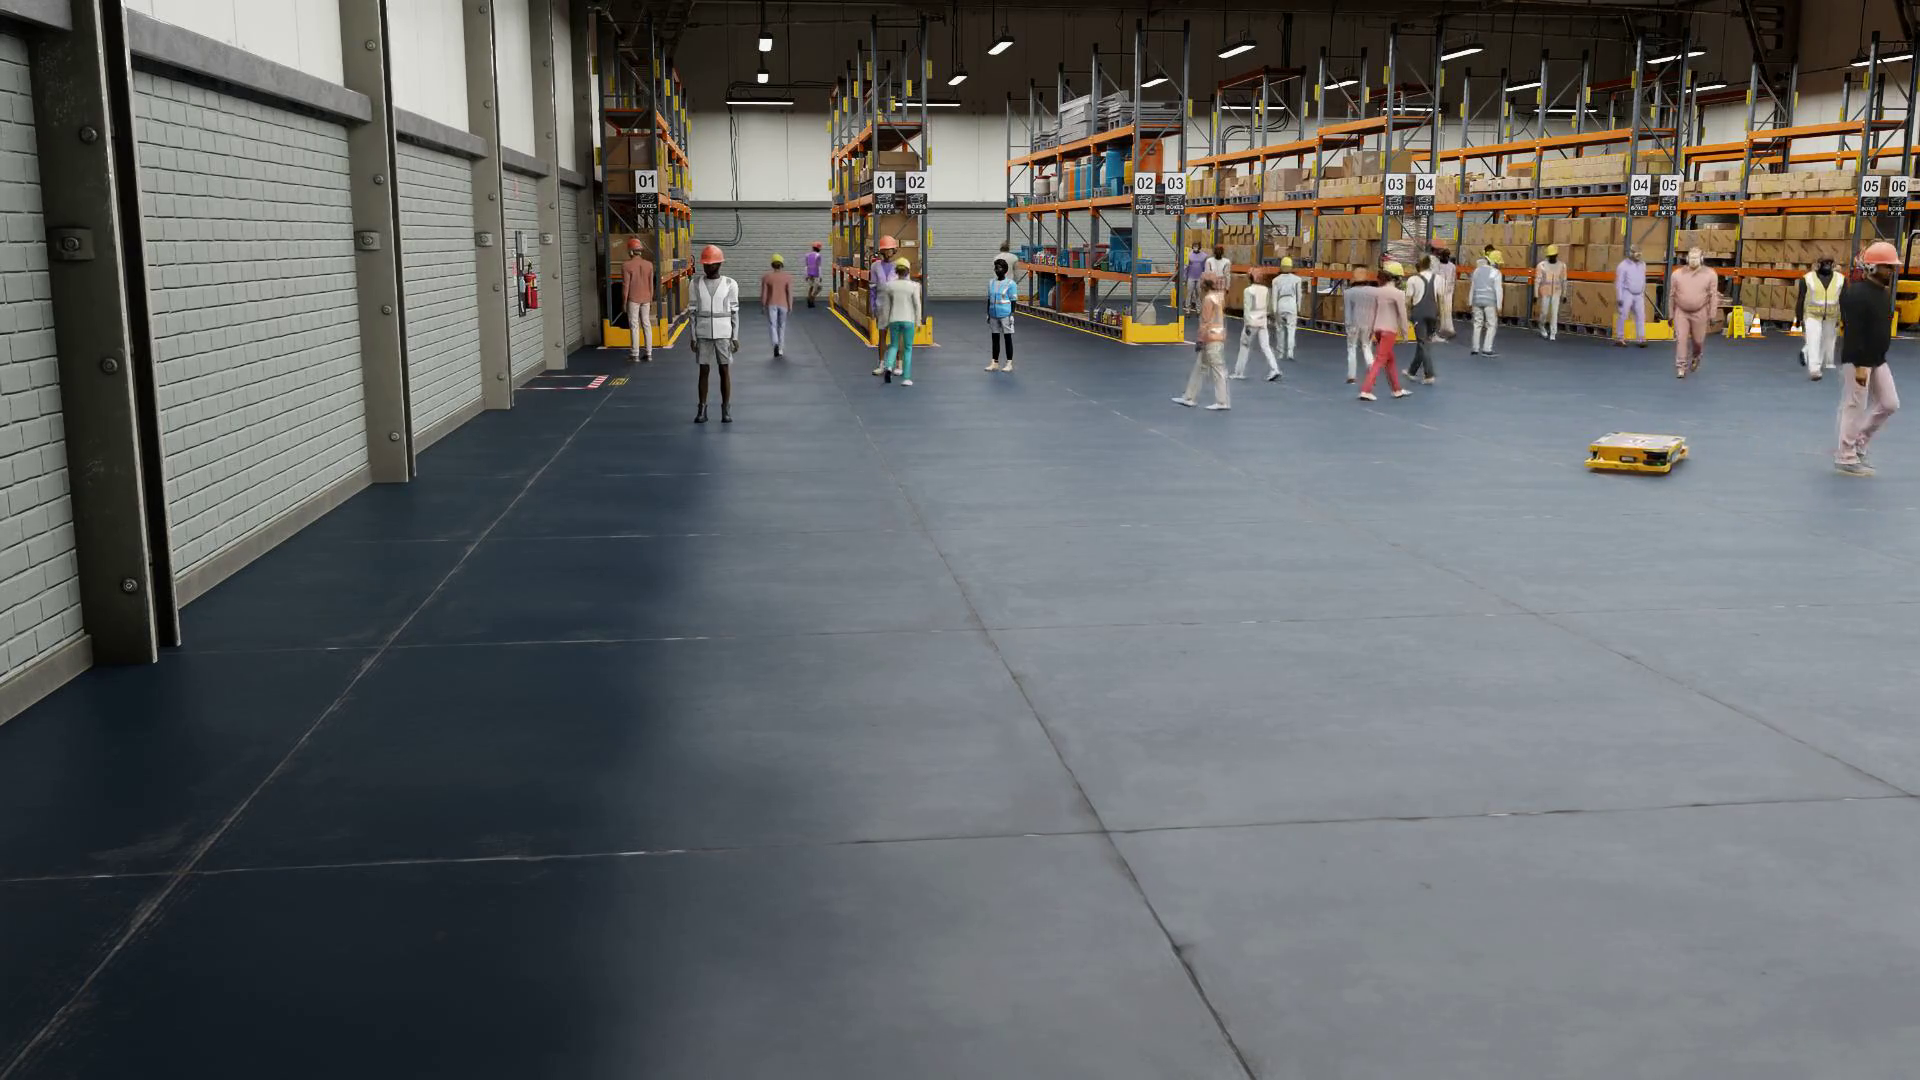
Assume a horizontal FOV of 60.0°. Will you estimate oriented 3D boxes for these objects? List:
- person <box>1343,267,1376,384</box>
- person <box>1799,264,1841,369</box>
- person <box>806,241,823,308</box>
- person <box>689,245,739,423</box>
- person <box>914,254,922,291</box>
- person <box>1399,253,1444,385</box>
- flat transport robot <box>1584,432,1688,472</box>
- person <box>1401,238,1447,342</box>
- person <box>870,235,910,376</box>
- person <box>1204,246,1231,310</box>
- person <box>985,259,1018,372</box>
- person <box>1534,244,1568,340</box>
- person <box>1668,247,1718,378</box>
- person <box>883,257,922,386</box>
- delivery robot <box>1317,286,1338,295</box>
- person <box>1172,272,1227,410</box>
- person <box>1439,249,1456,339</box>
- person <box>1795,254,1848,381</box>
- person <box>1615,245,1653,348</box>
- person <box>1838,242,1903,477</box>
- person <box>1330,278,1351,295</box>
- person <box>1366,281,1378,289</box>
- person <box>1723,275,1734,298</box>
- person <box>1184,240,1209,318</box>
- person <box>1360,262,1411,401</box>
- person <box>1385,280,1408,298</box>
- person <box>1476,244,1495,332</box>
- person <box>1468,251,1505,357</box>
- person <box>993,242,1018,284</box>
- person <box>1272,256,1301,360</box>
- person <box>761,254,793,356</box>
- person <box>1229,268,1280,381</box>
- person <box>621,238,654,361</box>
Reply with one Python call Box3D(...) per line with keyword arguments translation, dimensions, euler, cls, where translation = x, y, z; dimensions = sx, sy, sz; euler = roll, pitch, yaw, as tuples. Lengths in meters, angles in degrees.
Box3D(translation=(5.495, -2.928, 22.790), dimensions=(0.497, 1.616, 0.586), euler=(-1, 10, -4), cls="person")
Box3D(translation=(13.252, -3.424, 25.510), dimensions=(0.631, 1.624, 0.518), euler=(-5, 12, -28), cls="person")
Box3D(translation=(-4.144, -7.546, 47.341), dimensions=(0.633, 1.901, 0.446), euler=(7, 13, 34), cls="person")
Box3D(translation=(-2.689, -2.241, 18.178), dimensions=(0.543, 1.932, 0.376), euler=(0, 10, -2), cls="person")
Box3D(translation=(-1.215, -6.669, 42.466), dimensions=(0.543, 1.928, 0.374), euler=(-4, 11, -22), cls="person")
Box3D(translation=(6.373, -3.048, 22.957), dimensions=(0.533, 1.798, 0.953), euler=(-3, 11, -16), cls="person")
Box3D(translation=(6.031, -0.791, 14.786), dimensions=(0.652, 0.197, 1.431), euler=(6, 12, 30), cls="flat transport robot")
Box3D(translation=(8.959, -4.792, 31.967), dimensions=(0.804, 2.012, 0.624), euler=(0, 10, 0), cls="person")
Box3D(translation=(-1.038, -3.421, 24.341), dimensions=(0.615, 2.041, 0.392), euler=(3, 11, 15), cls="person")
Box3D(translation=(5.824, -5.744, 37.684), dimensions=(0.582, 1.831, 1.009), euler=(3, 11, 16), cls="person")
Box3D(translation=(0.617, -3.377, 25.045), dimensions=(0.531, 1.698, 0.320), euler=(8, 13, 36), cls="person")
Box3D(translation=(11.677, -4.906, 32.906), dimensions=(0.623, 1.893, 0.765), euler=(2, 11, 12), cls="person")
Box3D(translation=(10.581, -3.286, 24.042), dimensions=(0.656, 1.893, 0.594), euler=(5, 11, 25), cls="person")
Box3D(translation=(-0.791, -2.963, 22.646), dimensions=(0.539, 1.756, 0.441), euler=(3, 11, 18), cls="person")
Box3D(translation=(10.986, -7.301, 49.439), dimensions=(0.707, 0.478, 0.477), euler=(0, 10, 0), cls="delivery robot")
Box3D(translation=(2.819, -2.333, 19.537), dimensions=(0.758, 1.606, 0.541), euler=(3, 11, 15), cls="person")
Box3D(translation=(9.672, -4.943, 33.391), dimensions=(0.623, 1.793, 0.946), euler=(-1, 10, -5), cls="person")
Box3D(translation=(12.243, -3.159, 23.619), dimensions=(0.643, 1.789, 1.004), euler=(2, 11, 13), cls="person")
Box3D(translation=(12.357, -4.450, 30.437), dimensions=(0.678, 1.870, 0.876), euler=(-3, 11, -18), cls="person")
Box3D(translation=(7.669, -1.506, 14.020), dimensions=(0.634, 1.975, 0.442), euler=(-7, 13, -35), cls="person")
Box3D(translation=(9.834, -6.730, 43.015), dimensions=(0.553, 1.843, 0.719), euler=(1, 10, 8), cls="person")
Box3D(translation=(10.663, -6.653, 42.466), dimensions=(0.598, 1.901, 0.581), euler=(2, 10, 10), cls="person")
Box3D(translation=(20.835, -7.086, 44.785), dimensions=(0.588, 1.918, 0.400), euler=(-5, 12, -27), cls="person")
Box3D(translation=(5.911, -6.533, 41.694), dimensions=(0.629, 1.937, 0.377), euler=(0, 10, -2), cls="person")
Box3D(translation=(5.333, -2.596, 20.726), dimensions=(0.926, 1.708, 0.532), euler=(-5, 11, -26), cls="person")
Box3D(translation=(9.531, -5.500, 36.364), dimensions=(0.625, 1.826, 0.621), euler=(-1, 10, -4), cls="person")
Box3D(translation=(11.179, -5.330, 35.299), dimensions=(0.534, 1.864, 0.309), euler=(0, 10, 0), cls="person")
Box3D(translation=(8.895, -3.977, 28.109), dimensions=(0.404, 1.791, 0.675), euler=(-7, 12, -34), cls="person")
Box3D(translation=(1.121, -6.318, 40.600), dimensions=(0.633, 1.915, 0.794), euler=(-1, 10, -4), cls="person")
Box3D(translation=(5.395, -3.832, 27.515), dimensions=(0.481, 1.708, 0.878), euler=(2, 10, 10), cls="person")
Box3D(translation=(-3.102, -3.988, 28.274), dimensions=(0.530, 1.737, 0.757), euler=(-2, 11, -11), cls="person")
Box3D(translation=(4.213, -3.054, 23.552), dimensions=(0.520, 1.602, 0.855), euler=(-7, 13, -35), cls="person")
Box3D(translation=(-5.271, -3.913, 27.165), dimensions=(0.375, 1.997, 0.612), euler=(9, 14, 42), cls="person")
